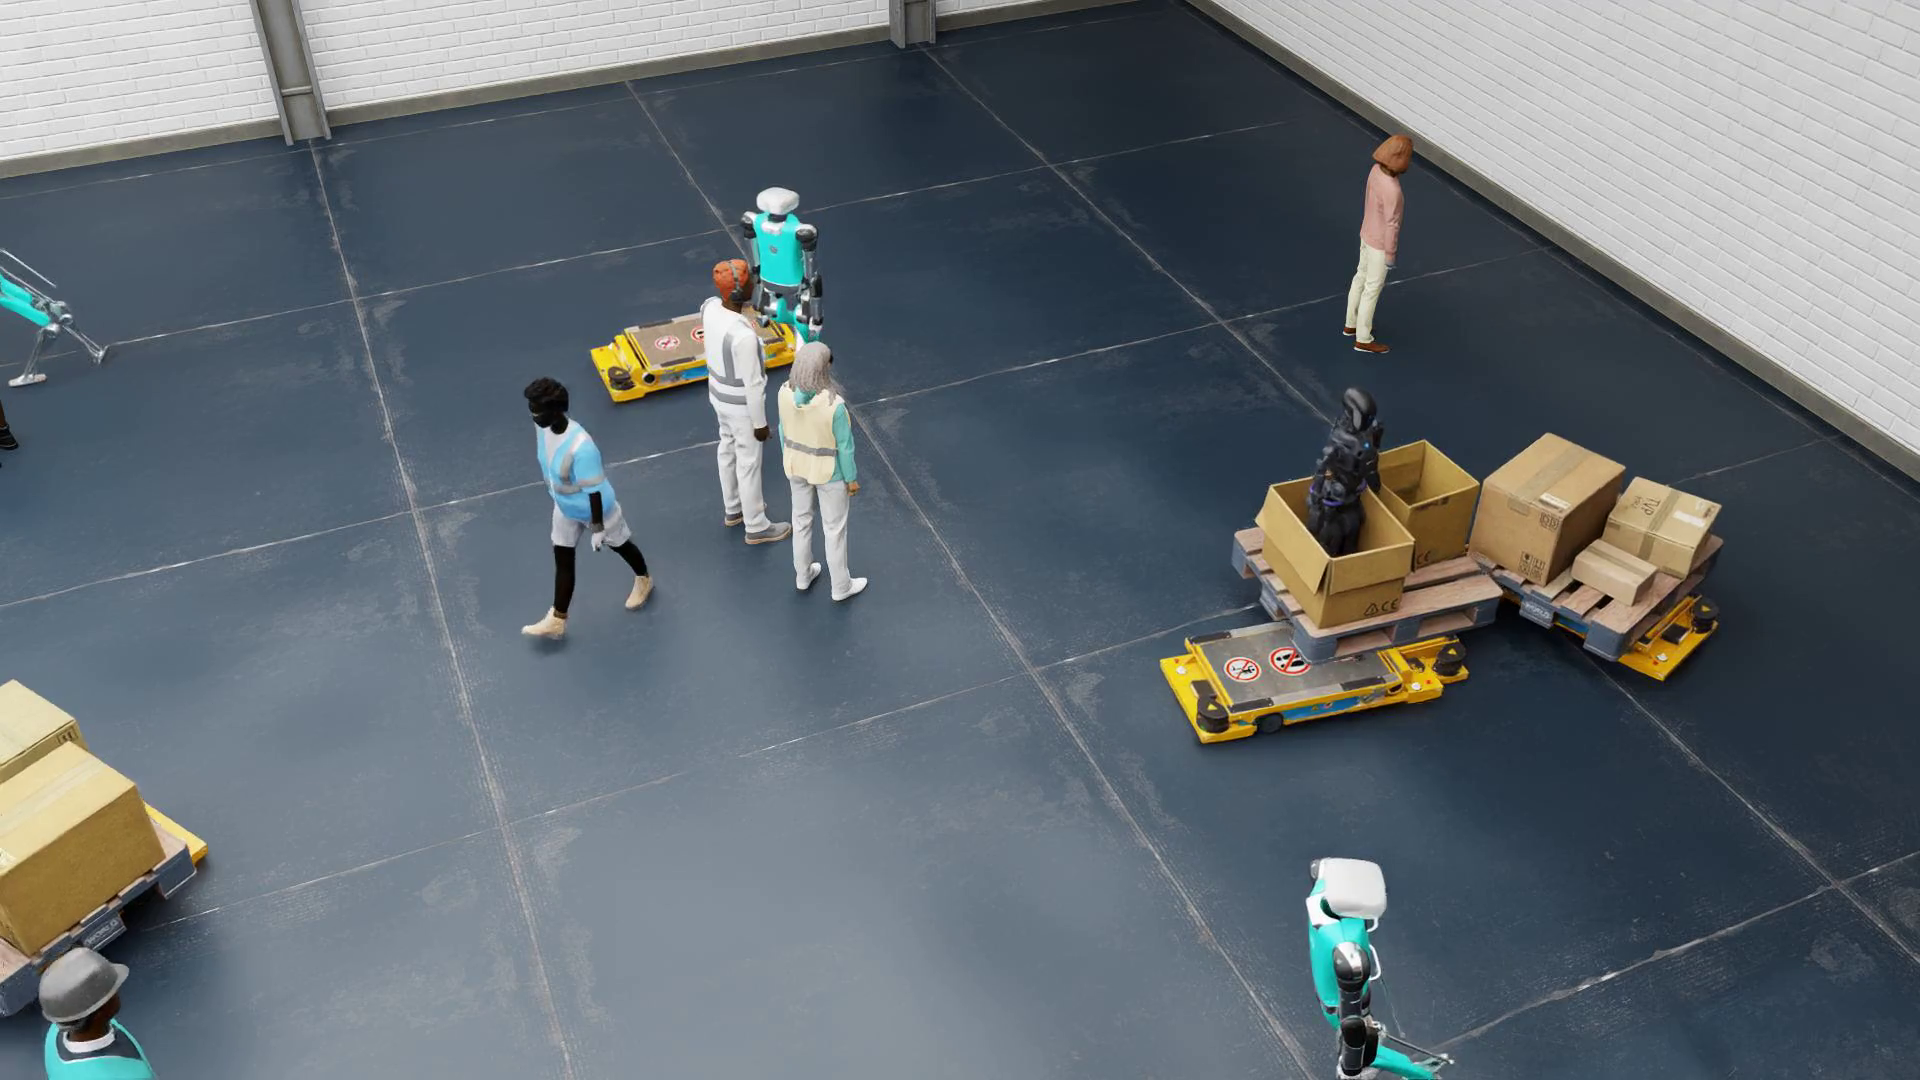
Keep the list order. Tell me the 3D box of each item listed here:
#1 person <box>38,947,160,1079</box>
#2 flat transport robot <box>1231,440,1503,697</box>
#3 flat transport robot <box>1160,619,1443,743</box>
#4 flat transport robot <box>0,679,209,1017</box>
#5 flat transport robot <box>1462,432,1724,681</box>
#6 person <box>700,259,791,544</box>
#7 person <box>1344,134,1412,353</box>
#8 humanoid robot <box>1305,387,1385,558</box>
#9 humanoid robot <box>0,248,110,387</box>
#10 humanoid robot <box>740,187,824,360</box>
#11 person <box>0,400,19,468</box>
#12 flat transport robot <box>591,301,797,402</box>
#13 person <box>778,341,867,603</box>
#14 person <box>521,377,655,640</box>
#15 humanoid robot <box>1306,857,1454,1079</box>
[{"bbox_3d":[-3.045,2.214,6.046,0.634,1.918,0.571,-13,39,-16],"label":"person"},{"bbox_3d":[2.323,0.379,9.781,0.659,0.231,1.431,-11,39,-14],"label":"flat transport robot"},{"bbox_3d":[1.908,0.737,9.314,1.431,0.231,0.659,-10,39,-12],"label":"flat transport robot"},{"bbox_3d":[-4.435,1.759,7.984,0.659,0.231,1.431,22,43,26],"label":"flat transport robot"},{"bbox_3d":[3.688,0.293,9.892,0.659,0.231,1.431,-31,47,-33],"label":"flat transport robot"},{"bbox_3d":[-1.321,-0.831,10.032,0.361,1.882,0.573,-21,42,-25],"label":"person"},{"bbox_3d":[3.007,-2.130,11.925,0.291,1.632,0.496,-4,38,-6],"label":"person"},{"bbox_3d":[2.139,-0.151,9.312,0.612,1.656,0.313,-27,45,-31],"label":"humanoid robot"},{"bbox_3d":[-6.495,-1.866,11.545,0.902,1.834,0.559,-16,40,-20],"label":"humanoid robot"},{"bbox_3d":[-1.064,-1.606,11.183,0.547,1.809,0.748,14,40,18],"label":"humanoid robot"},{"bbox_3d":[-6.530,-1.310,10.611,0.351,1.938,0.543,2,38,3],"label":"person"},{"bbox_3d":[-1.902,-1.384,12.075,1.431,0.231,0.659,-15,40,-19],"label":"flat transport robot"},{"bbox_3d":[-0.819,-0.373,9.575,0.472,1.709,0.362,18,41,22],"label":"person"},{"bbox_3d":[-2.151,-0.176,9.368,0.627,1.635,0.881,30,47,33],"label":"person"},{"bbox_3d":[1.682,1.914,6.617,0.777,1.828,0.558,-2,38,-2],"label":"humanoid robot"}]
